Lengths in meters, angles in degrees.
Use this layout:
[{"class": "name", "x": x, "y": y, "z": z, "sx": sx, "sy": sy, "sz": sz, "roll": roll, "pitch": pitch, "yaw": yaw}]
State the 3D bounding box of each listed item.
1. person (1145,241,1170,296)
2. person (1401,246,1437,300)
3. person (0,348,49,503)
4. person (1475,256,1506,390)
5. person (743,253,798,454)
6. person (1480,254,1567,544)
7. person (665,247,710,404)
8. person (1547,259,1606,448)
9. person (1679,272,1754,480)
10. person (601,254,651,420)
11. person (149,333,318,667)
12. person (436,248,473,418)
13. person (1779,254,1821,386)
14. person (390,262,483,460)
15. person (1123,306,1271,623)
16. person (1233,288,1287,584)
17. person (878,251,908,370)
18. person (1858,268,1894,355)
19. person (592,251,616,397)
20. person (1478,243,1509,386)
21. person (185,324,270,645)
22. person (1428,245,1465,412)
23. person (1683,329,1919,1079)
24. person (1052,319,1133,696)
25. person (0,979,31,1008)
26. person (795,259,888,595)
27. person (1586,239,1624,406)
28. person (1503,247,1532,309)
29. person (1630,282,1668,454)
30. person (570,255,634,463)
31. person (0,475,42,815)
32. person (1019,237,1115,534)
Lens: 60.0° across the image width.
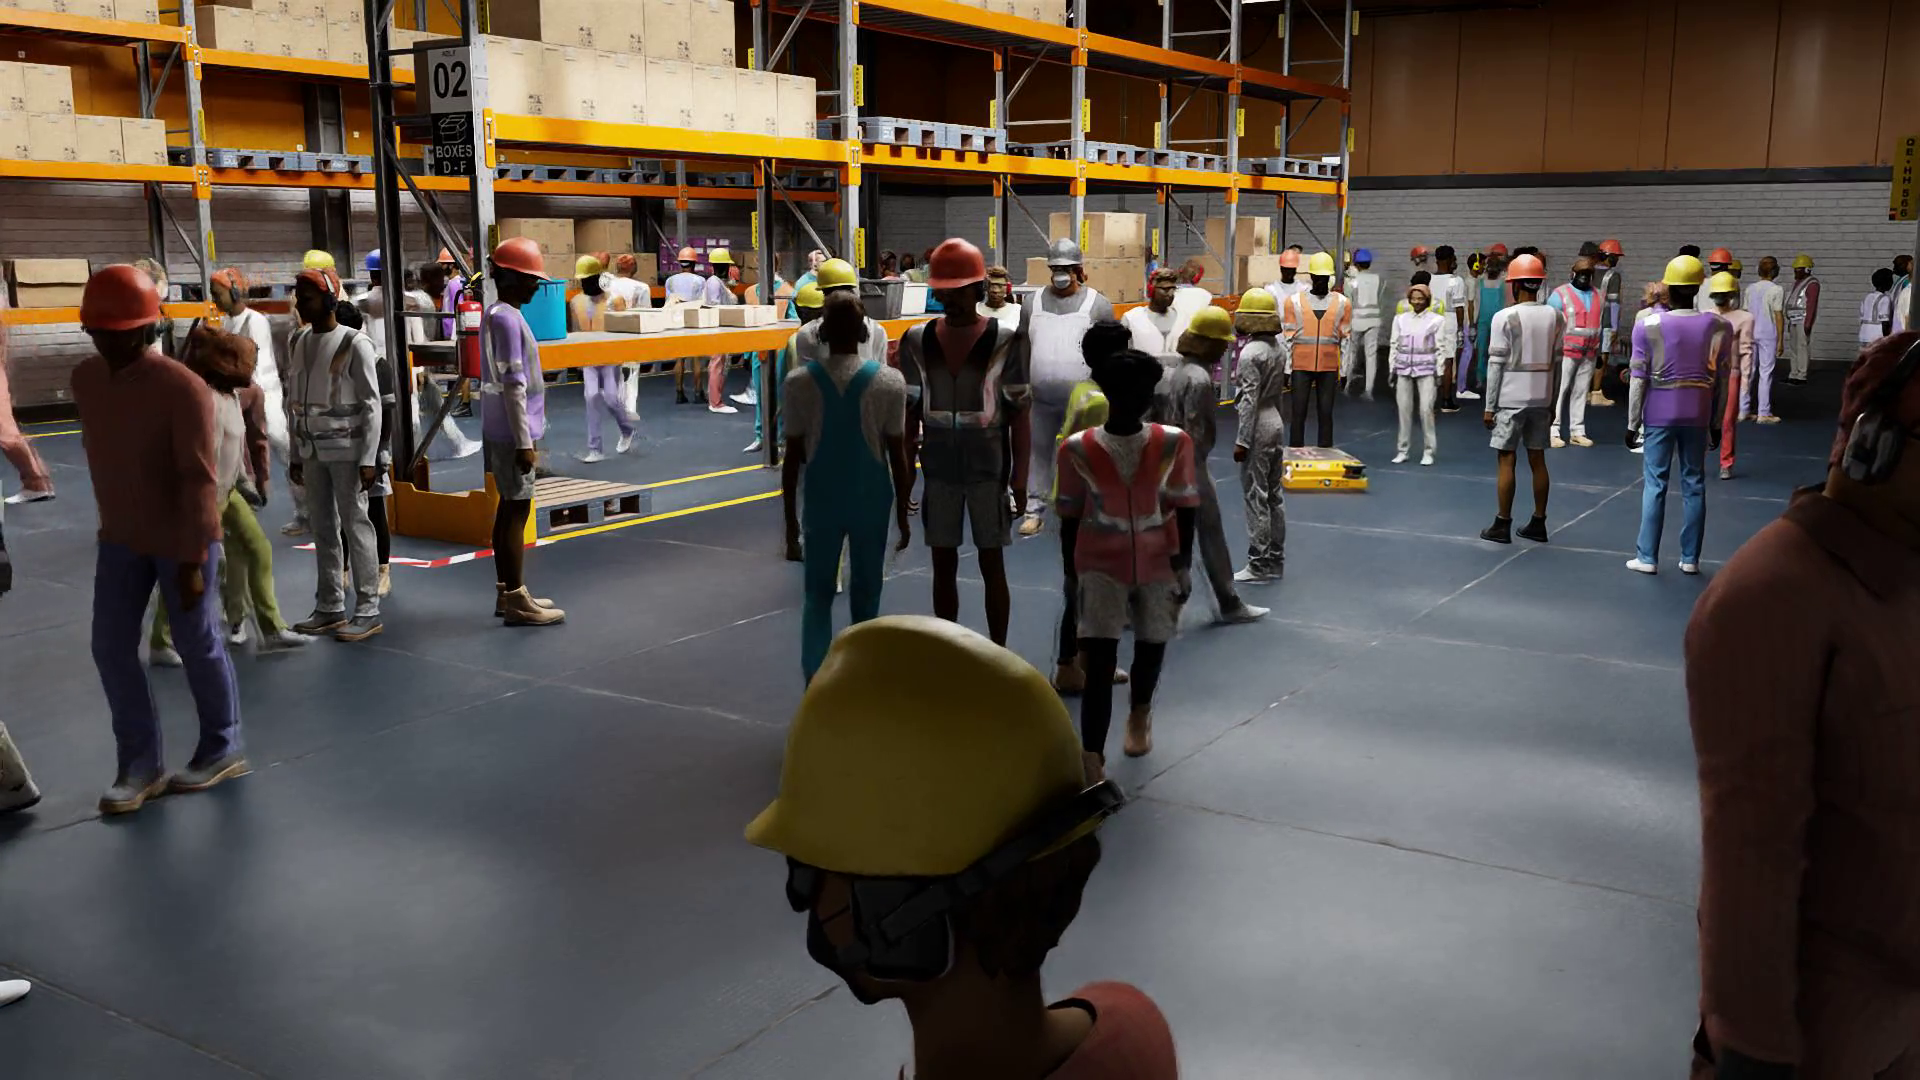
[{"class": "person", "x": 3.103, "y": -3.716, "z": 26.211, "sx": 0.379, "sy": 2.045, "sz": 0.605, "roll": 0, "pitch": 10, "yaw": 1}, {"class": "person", "x": 7.097, "y": -3.525, "z": 25.453, "sx": 0.651, "sy": 1.939, "sz": 0.859, "roll": 0, "pitch": 10, "yaw": 3}, {"class": "person", "x": -7.500, "y": -1.163, "z": 12.603, "sx": 0.973, "sy": 1.850, "sz": 0.648, "roll": -8, "pitch": 13, "yaw": -38}, {"class": "person", "x": 7.244, "y": -2.961, "z": 22.685, "sx": 0.529, "sy": 1.810, "sz": 0.870, "roll": 4, "pitch": 11, "yaw": 22}, {"class": "person", "x": -1.803, "y": -1.778, "z": 15.815, "sx": 0.596, "sy": 1.921, "sz": 0.382, "roll": 5, "pitch": 11, "yaw": 27}, {"class": "person", "x": 3.755, "y": -0.938, "z": 11.149, "sx": 0.546, "sy": 1.929, "sz": 0.388, "roll": -3, "pitch": 11, "yaw": -15}, {"class": "person", "x": -3.353, "y": -2.647, "z": 20.593, "sx": 0.552, "sy": 1.932, "sz": 0.377, "roll": 2, "pitch": 10, "yaw": 12}, {"class": "person", "x": 6.045, "y": -1.825, "z": 16.306, "sx": 0.623, "sy": 1.841, "sz": 0.430, "roll": -3, "pitch": 11, "yaw": -15}, {"class": "person", "x": 6.409, "y": -1.382, "z": 14.083, "sx": 0.532, "sy": 1.757, "sz": 0.342, "roll": 6, "pitch": 12, "yaw": 31}, {"class": "person", "x": -3.754, "y": -2.290, "z": 18.796, "sx": 0.612, "sy": 1.863, "sz": 0.550, "roll": 1, "pitch": 10, "yaw": 5}, {"class": "person", "x": -3.516, "y": -0.195, "z": 7.986, "sx": 0.834, "sy": 1.570, "sz": 0.514, "roll": -2, "pitch": 10, "yaw": -9}, {"class": "person", "x": -5.784, "y": -2.369, "z": 19.045, "sx": 0.359, "sy": 1.938, "sz": 0.547, "roll": -3, "pitch": 11, "yaw": -14}, {"class": "person", "x": 11.694, "y": -3.051, "z": 23.150, "sx": 0.403, "sy": 1.824, "sz": 0.591, "roll": 1, "pitch": 10, "yaw": 4}, {"class": "person", "x": -4.888, "y": -1.599, "z": 15.132, "sx": 1.138, "sy": 1.809, "sz": 0.603, "roll": -5, "pitch": 11, "yaw": -25}, {"class": "person", "x": 1.196, "y": -0.371, "z": 8.678, "sx": 0.880, "sy": 1.682, "sz": 0.496, "roll": -2, "pitch": 10, "yaw": -10}, {"class": "person", "x": 1.750, "y": -0.611, "z": 9.842, "sx": 0.324, "sy": 1.743, "sz": 0.491, "roll": 7, "pitch": 12, "yaw": 34}, {"class": "person", "x": -0.735, "y": -2.107, "z": 17.686, "sx": 0.407, "sy": 1.909, "sz": 0.594, "roll": 10, "pitch": 14, "yaw": 43}, {"class": "person", "x": 10.739, "y": -2.332, "z": 19.504, "sx": 0.317, "sy": 1.695, "sz": 0.540, "roll": 0, "pitch": 10, "yaw": 2}, {"class": "person", "x": -4.594, "y": -2.804, "z": 21.601, "sx": 0.338, "sy": 1.883, "sz": 0.583, "roll": 0, "pitch": 10, "yaw": 0}, {"class": "person", "x": 7.401, "y": -3.100, "z": 22.983, "sx": 0.418, "sy": 1.972, "sz": 0.640, "roll": -6, "pitch": 12, "yaw": -30}, {"class": "person", "x": -3.814, "y": -0.315, "z": 8.573, "sx": 0.496, "sy": 1.603, "sz": 0.764, "roll": -2, "pitch": 10, "yaw": -11}, {"class": "person", "x": 5.678, "y": -2.495, "z": 19.657, "sx": 0.603, "sy": 1.967, "sz": 0.366, "roll": 9, "pitch": 13, "yaw": 39}, {"class": "person", "x": 1.307, "y": 0.647, "z": 2.439, "sx": 0.636, "sy": 1.902, "sz": 0.404, "roll": -8, "pitch": 13, "yaw": -39}, {"class": "person", "x": 0.596, "y": -0.155, "z": 7.513, "sx": 0.418, "sy": 1.662, "sz": 0.578, "roll": 0, "pitch": 10, "yaw": 0}, {"class": "person", "x": -2.755, "y": 0.294, "z": 4.316, "sx": 0.595, "sy": 1.925, "sz": 0.371, "roll": 8, "pitch": 13, "yaw": 37}, {"class": "person", "x": -0.689, "y": -0.649, "z": 9.586, "sx": 0.582, "sy": 1.917, "sz": 0.402, "roll": -7, "pitch": 12, "yaw": -35}, {"class": "person", "x": 7.866, "y": -2.648, "z": 20.340, "sx": 0.400, "sy": 2.035, "sz": 0.600, "roll": -3, "pitch": 11, "yaw": -17}, {"class": "person", "x": 7.105, "y": -2.755, "z": 21.213, "sx": 0.380, "sy": 1.927, "sz": 0.676, "roll": 0, "pitch": 10, "yaw": 1}, {"class": "person", "x": 6.597, "y": -1.624, "z": 15.789, "sx": 0.341, "sy": 1.626, "sz": 0.585, "roll": 6, "pitch": 12, "yaw": 29}, {"class": "person", "x": -3.256, "y": -1.664, "z": 15.266, "sx": 0.612, "sy": 1.897, "sz": 0.672, "roll": 3, "pitch": 11, "yaw": 17}, {"class": "person", "x": -3.563, "y": 0.180, "z": 5.813, "sx": 0.564, "sy": 1.603, "sz": 0.580, "roll": -1, "pitch": 10, "yaw": -7}, {"class": "person", "x": 0.697, "y": -1.034, "z": 11.362, "sx": 0.674, "sy": 2.000, "sz": 0.535, "roll": 3, "pitch": 11, "yaw": 14}]
